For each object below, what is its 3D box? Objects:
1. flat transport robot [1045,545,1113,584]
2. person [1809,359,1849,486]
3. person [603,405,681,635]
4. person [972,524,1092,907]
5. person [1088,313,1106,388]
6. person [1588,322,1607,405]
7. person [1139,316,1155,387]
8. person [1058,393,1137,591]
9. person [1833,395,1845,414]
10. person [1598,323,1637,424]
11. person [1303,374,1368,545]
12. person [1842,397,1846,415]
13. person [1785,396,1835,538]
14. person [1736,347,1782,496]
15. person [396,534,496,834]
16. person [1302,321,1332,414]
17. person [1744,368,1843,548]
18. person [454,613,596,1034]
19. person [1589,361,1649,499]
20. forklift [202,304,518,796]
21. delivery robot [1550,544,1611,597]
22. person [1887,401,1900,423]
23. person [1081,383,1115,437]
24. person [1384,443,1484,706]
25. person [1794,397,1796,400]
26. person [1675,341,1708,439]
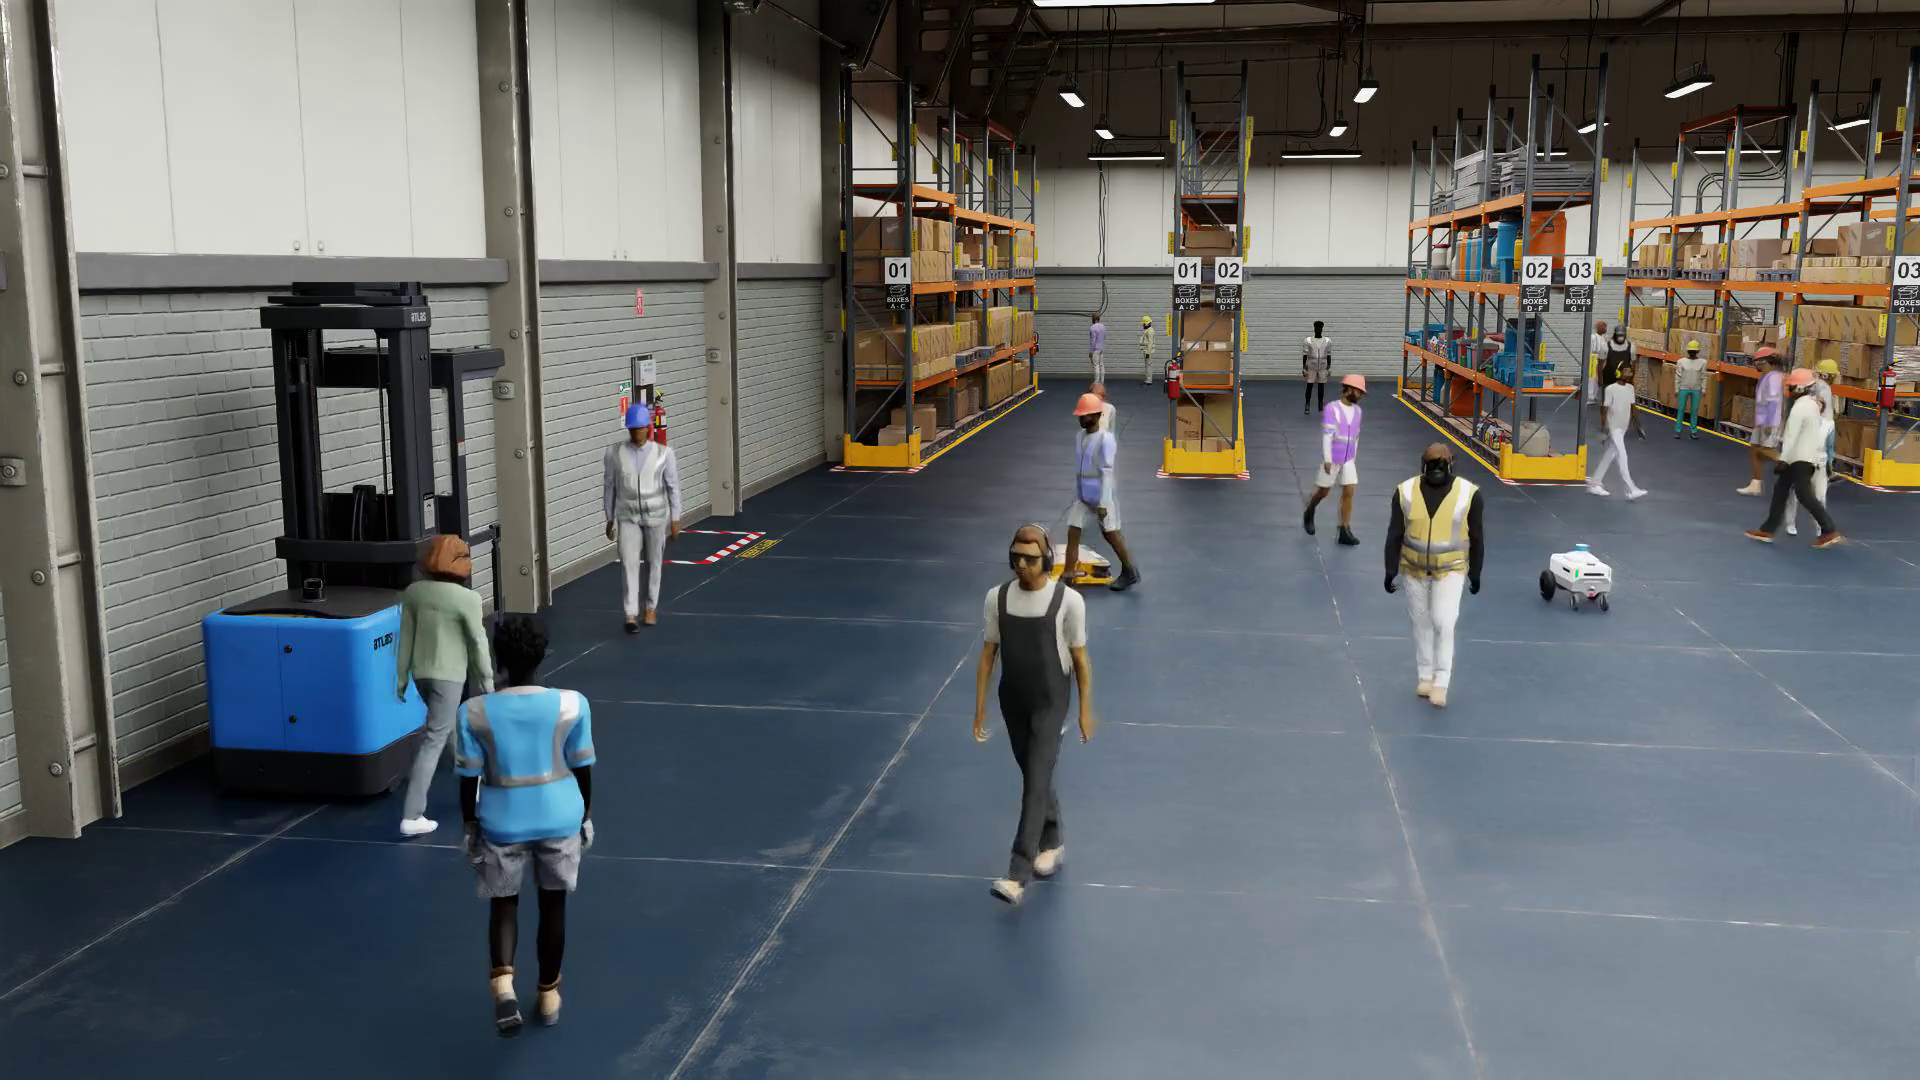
[{"bbox_3d":[1.034,0.225,16.551,0.652,0.197,1.431,-1,9,-9],"label":"flat transport robot"},{"bbox_3d":[11.964,-1.602,23.033,0.916,1.782,0.614,1,9,7],"label":"person"},{"bbox_3d":[-2.650,-0.173,13.861,0.641,1.893,0.980,-1,9,-8],"label":"person"},{"bbox_3d":[0.311,0.826,7.998,0.539,1.796,0.965,5,10,26],"label":"person"},{"bbox_3d":[3.491,-4.829,42.463,0.356,1.938,0.633,6,11,34],"label":"person"},{"bbox_3d":[14.379,-4.004,37.643,0.665,1.857,0.382,-7,11,-36],"label":"person"},{"bbox_3d":[4.867,-4.899,43.252,0.403,1.823,0.586,0,9,2],"label":"person"},{"bbox_3d":[1.264,-0.425,15.474,1.014,1.891,0.548,-6,11,-33],"label":"person"},{"bbox_3d":[17.348,-3.091,32.775,0.498,1.599,0.824,3,10,16],"label":"person"},{"bbox_3d":[12.511,-3.115,31.707,0.694,2.000,0.773,3,10,15],"label":"person"},{"bbox_3d":[4.203,-0.930,18.612,0.582,1.877,0.919,-4,10,-22],"label":"person"},{"bbox_3d":[18.620,-3.574,34.958,0.600,1.879,1.040,3,10,18],"label":"person"},{"bbox_3d":[9.568,-0.811,18.704,0.560,1.595,0.834,1,9,7],"label":"person"},{"bbox_3d":[10.905,-1.585,22.285,0.751,1.998,0.638,1,9,9],"label":"person"},{"bbox_3d":[-2.805,0.760,9.077,0.510,1.575,0.873,4,10,25],"label":"person"},{"bbox_3d":[7.523,-3.640,35.049,0.612,1.962,0.363,0,9,1],"label":"person"},{"bbox_3d":[9.215,-0.903,18.213,0.986,1.958,0.617,7,11,36],"label":"person"},{"bbox_3d":[-1.689,1.129,6.513,0.540,1.682,0.540,-2,9,-12],"label":"person"},{"bbox_3d":[8.792,-1.465,22.082,0.538,1.818,0.971,-6,11,-32],"label":"person"},{"bbox_3d":[-3.673,-0.038,10.147,1.129,2.768,1.873,1,9,9],"label":"forklift"},{"bbox_3d":[5.614,0.279,15.057,0.477,0.478,0.707,0,9,1],"label":"delivery robot"},{"bbox_3d":[18.559,-3.348,33.066,0.645,2.017,0.793,3,10,19],"label":"person"},{"bbox_3d":[1.676,-1.157,20.801,0.535,1.605,0.744,-4,10,-24],"label":"person"},{"bbox_3d":[3.274,0.235,11.587,0.653,1.816,0.737,5,10,28],"label":"person"},{"bbox_3d":[19.534,-4.160,38.417,0.666,1.906,0.445,4,10,24],"label":"person"},{"bbox_3d":[13.116,-2.688,29.854,0.533,1.764,0.349,3,10,17],"label":"person"}]
